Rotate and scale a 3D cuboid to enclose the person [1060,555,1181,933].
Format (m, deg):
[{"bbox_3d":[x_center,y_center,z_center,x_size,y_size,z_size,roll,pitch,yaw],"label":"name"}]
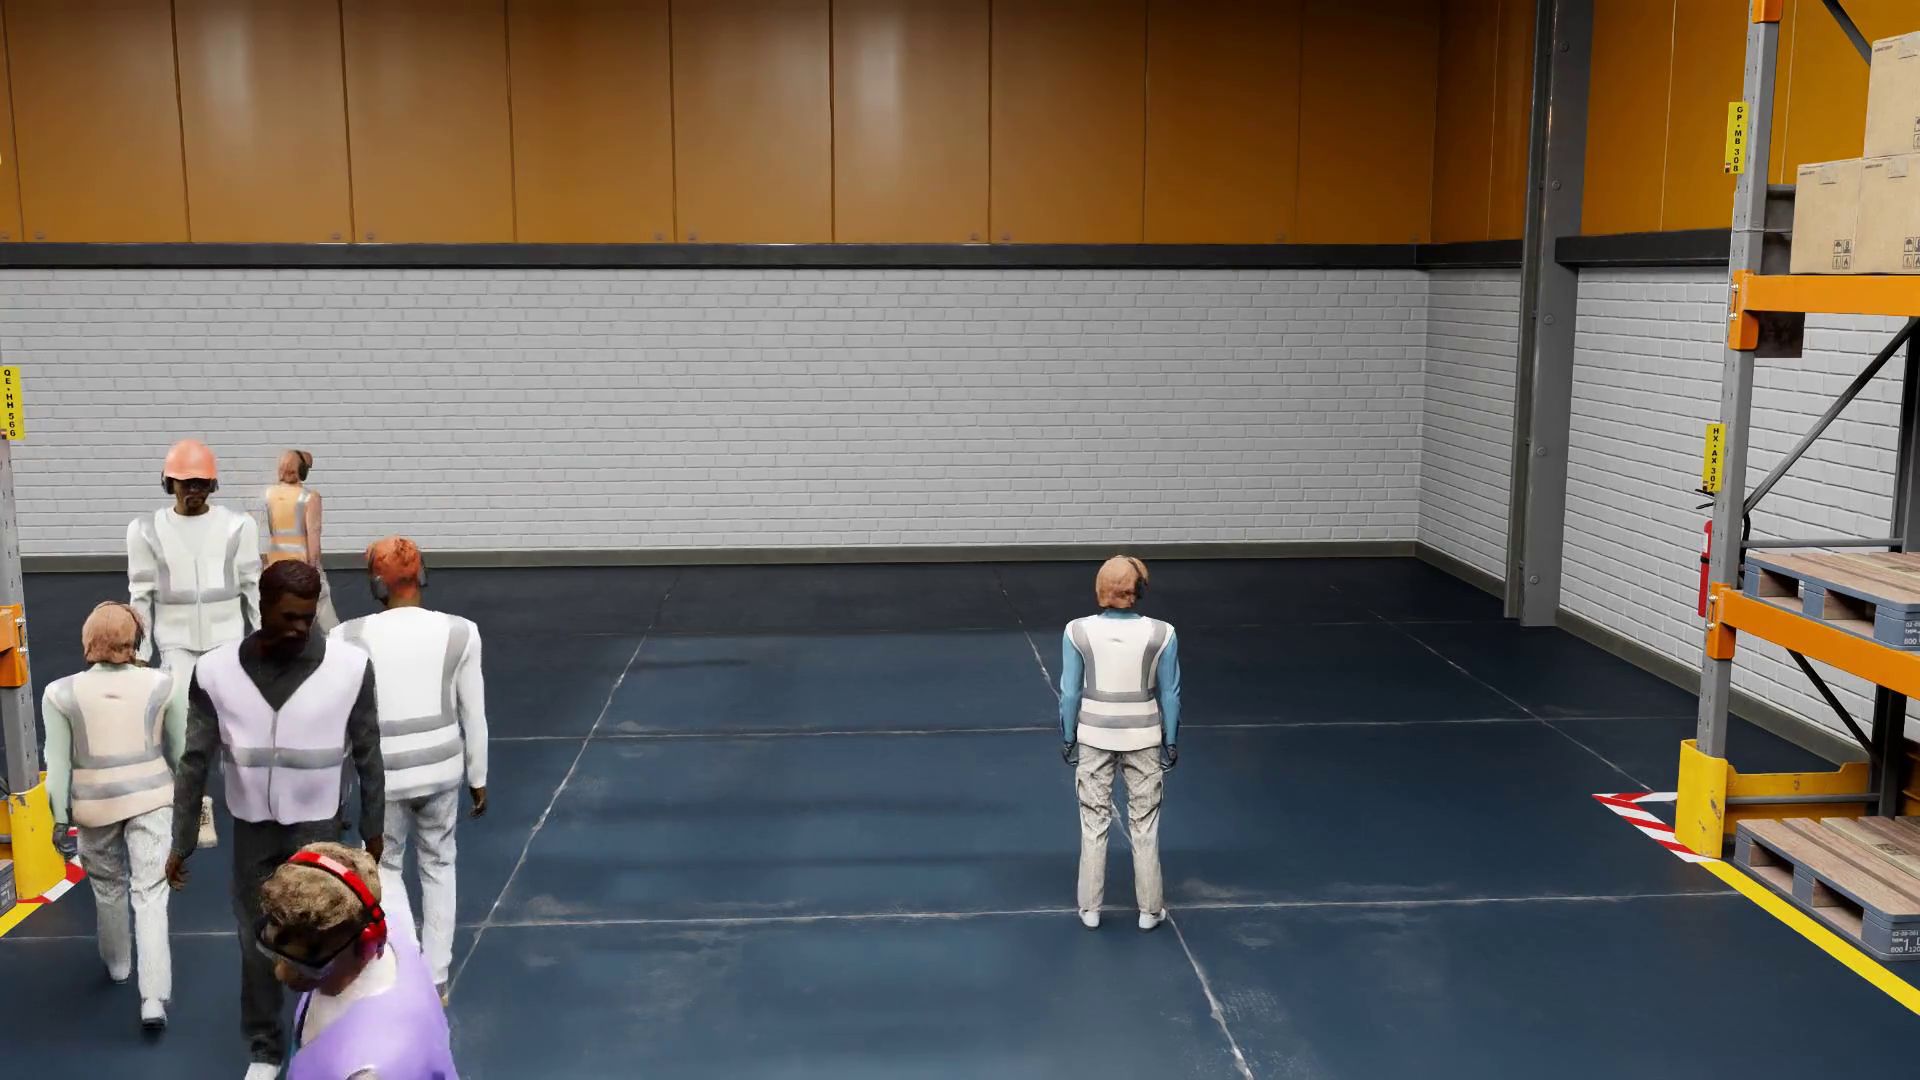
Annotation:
[{"bbox_3d":[0.688,0.883,7.181,0.520,1.636,0.312,1,9,9],"label":"person"}]

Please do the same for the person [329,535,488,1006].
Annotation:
[{"bbox_3d":[-2.057,0.910,6.264,0.593,1.870,0.583,-4,10,-26],"label":"person"}]

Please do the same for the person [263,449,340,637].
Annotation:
[{"bbox_3d":[-4.741,0.150,11.924,0.518,1.592,0.874,3,9,16],"label":"person"}]

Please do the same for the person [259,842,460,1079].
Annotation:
[{"bbox_3d":[-1.136,1.413,3.344,0.398,1.806,0.726,-3,9,-17],"label":"person"}]

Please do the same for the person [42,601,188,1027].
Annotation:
[{"bbox_3d":[-3.201,1.034,6.377,0.520,1.594,0.878,-4,10,-25],"label":"person"}]

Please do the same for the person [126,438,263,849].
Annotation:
[{"bbox_3d":[-3.829,0.494,8.381,0.630,2.029,0.663,-5,10,-27],"label":"person"}]

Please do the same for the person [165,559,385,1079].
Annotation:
[{"bbox_3d":[-2.355,0.979,5.779,0.682,1.893,0.484,-2,9,-10],"label":"person"}]
